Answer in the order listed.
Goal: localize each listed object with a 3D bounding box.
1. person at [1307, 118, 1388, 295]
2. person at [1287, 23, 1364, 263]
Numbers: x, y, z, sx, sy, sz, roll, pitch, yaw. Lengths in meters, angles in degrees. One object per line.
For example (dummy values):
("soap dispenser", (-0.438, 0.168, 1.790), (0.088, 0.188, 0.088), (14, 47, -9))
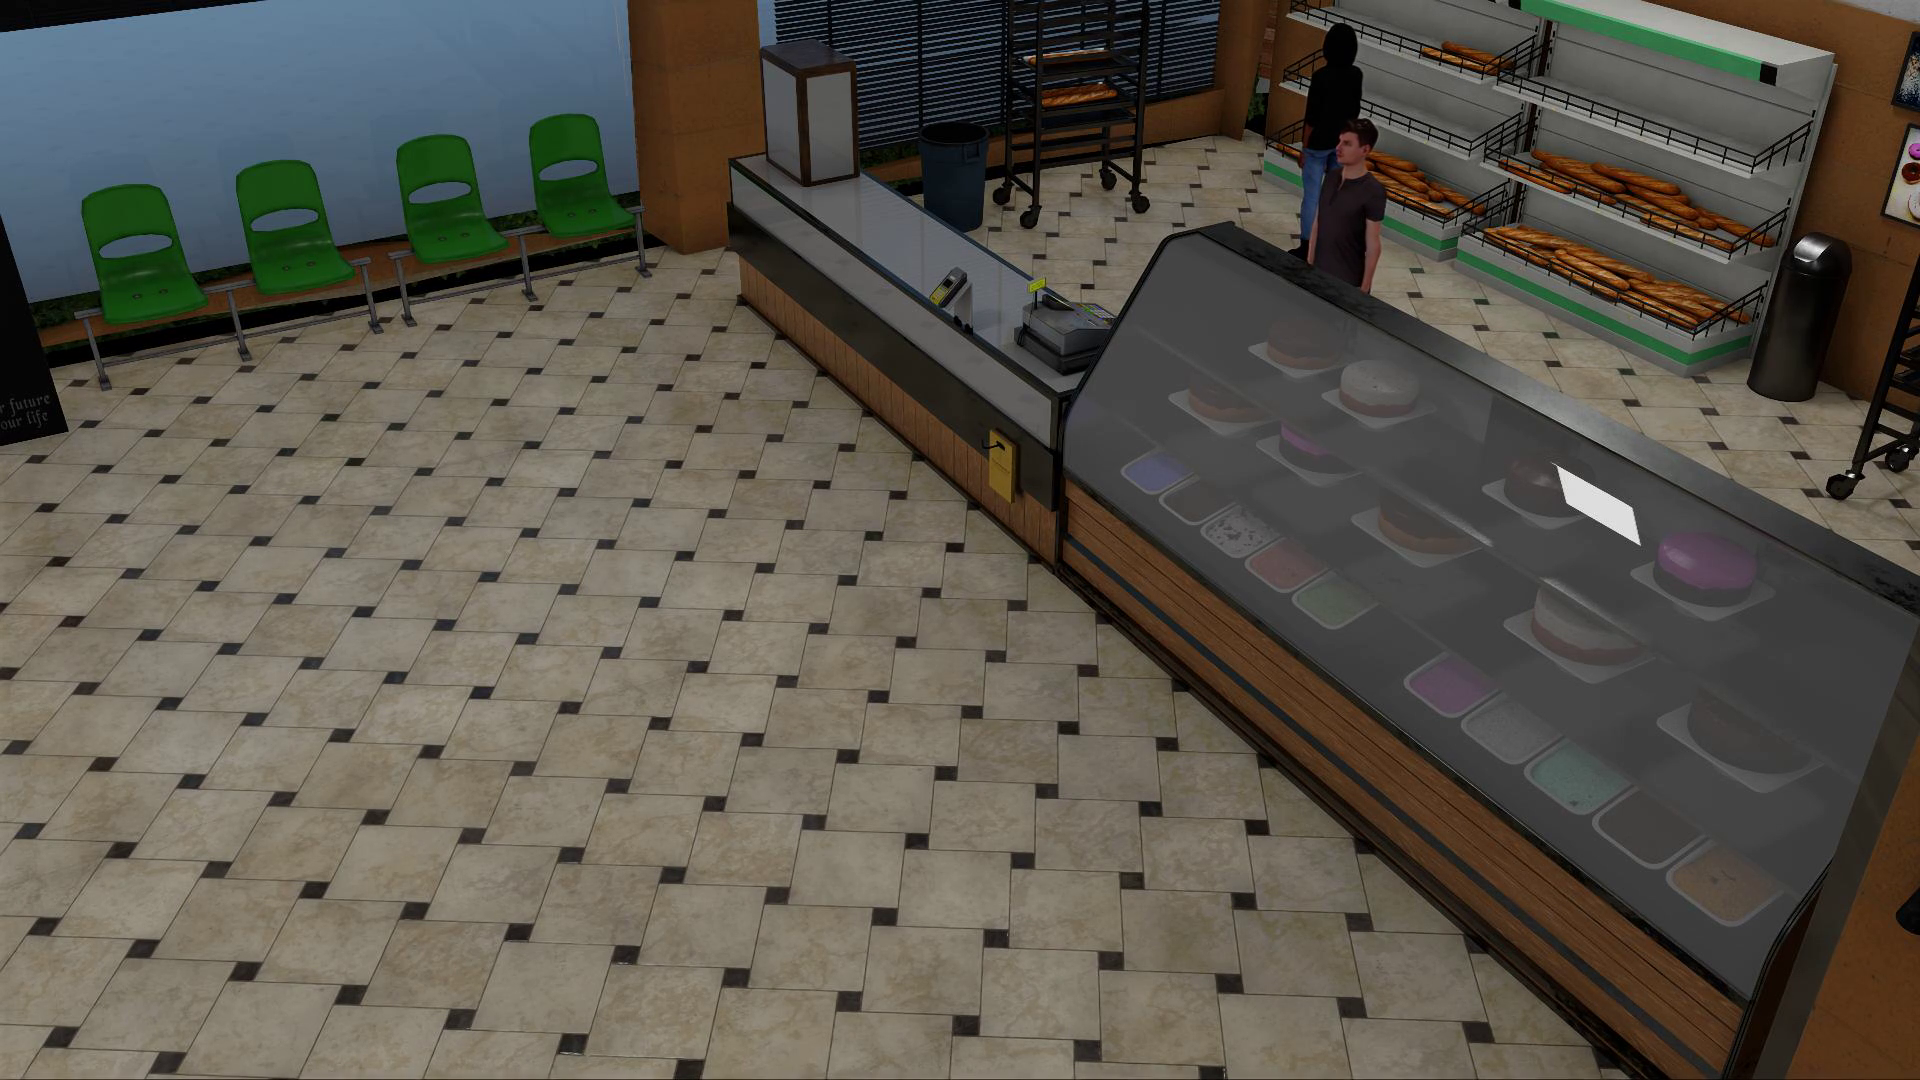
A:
("person", (2.136, -1.454, 9.329), (0.516, 1.852, 0.649), (-17, 36, -26))
("person", (2.547, -2.717, 11.501), (0.553, 1.702, 0.682), (-8, 33, -13))
